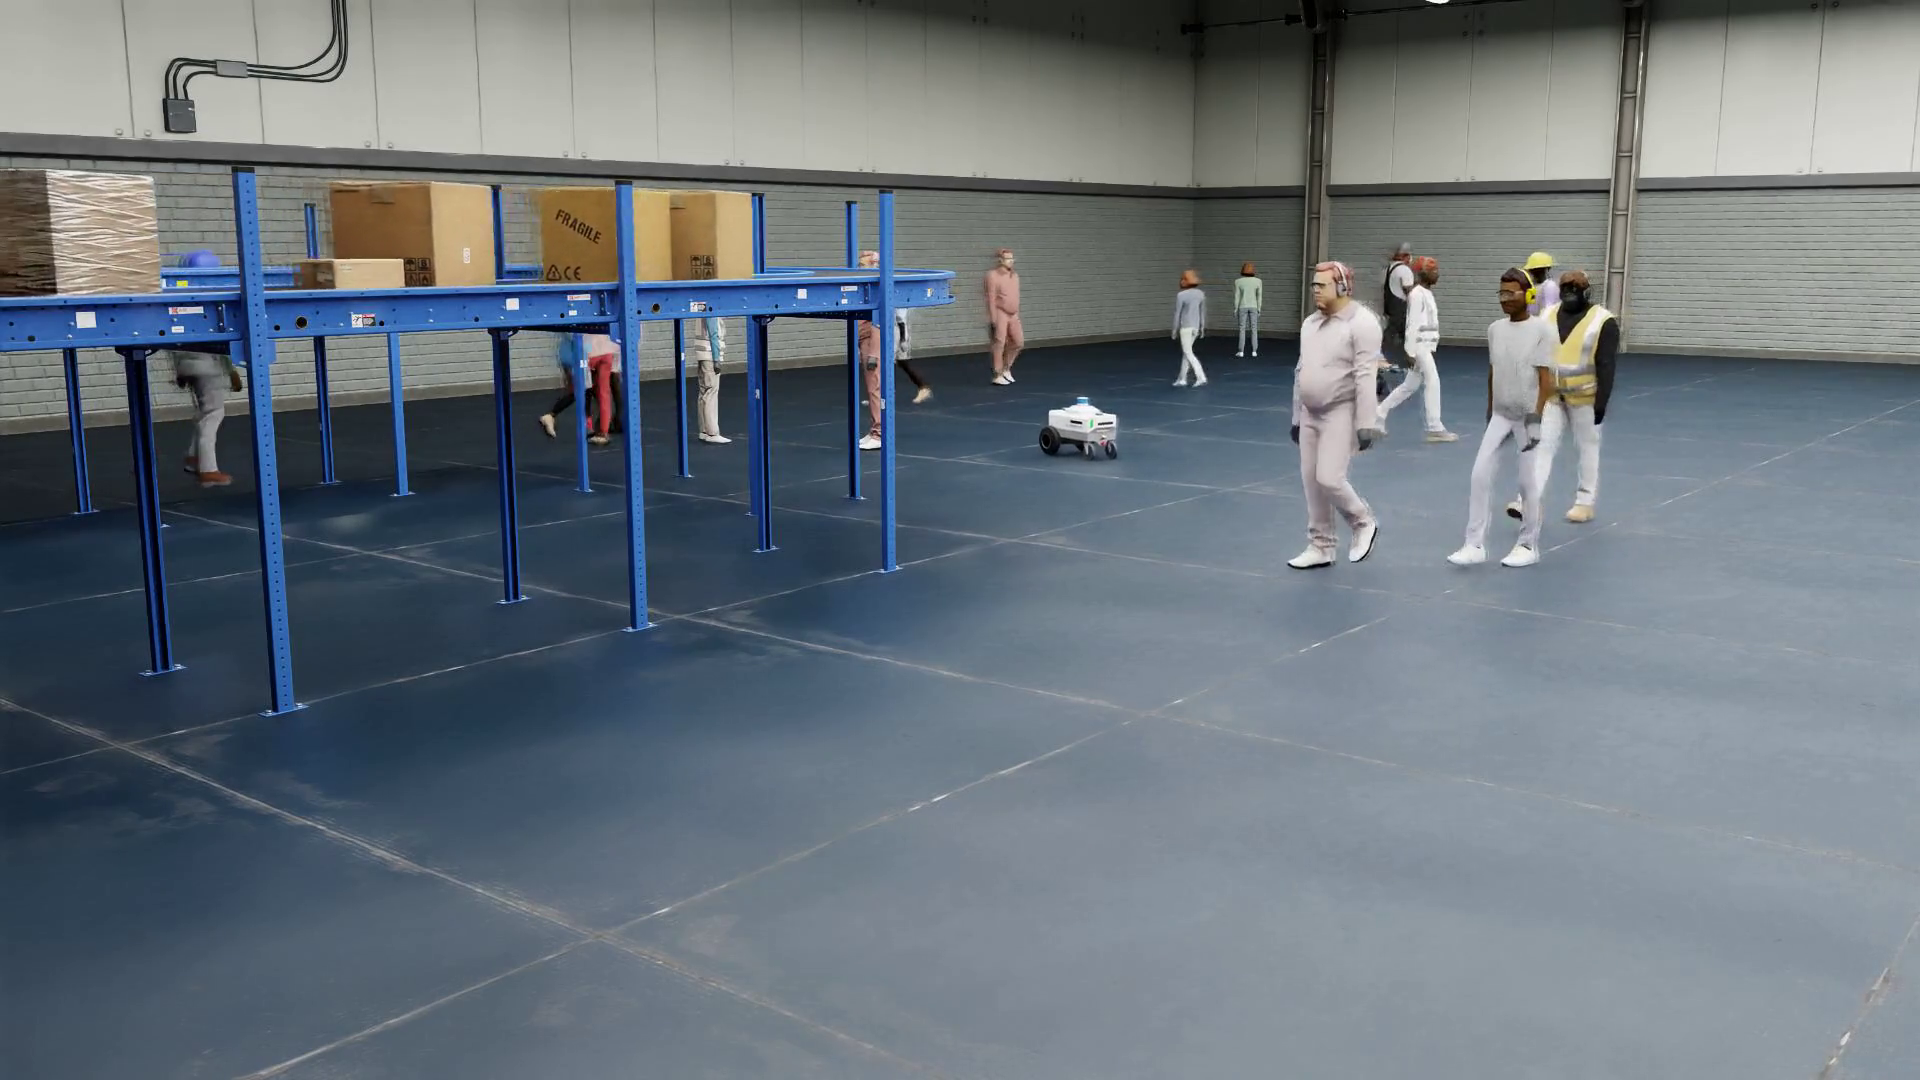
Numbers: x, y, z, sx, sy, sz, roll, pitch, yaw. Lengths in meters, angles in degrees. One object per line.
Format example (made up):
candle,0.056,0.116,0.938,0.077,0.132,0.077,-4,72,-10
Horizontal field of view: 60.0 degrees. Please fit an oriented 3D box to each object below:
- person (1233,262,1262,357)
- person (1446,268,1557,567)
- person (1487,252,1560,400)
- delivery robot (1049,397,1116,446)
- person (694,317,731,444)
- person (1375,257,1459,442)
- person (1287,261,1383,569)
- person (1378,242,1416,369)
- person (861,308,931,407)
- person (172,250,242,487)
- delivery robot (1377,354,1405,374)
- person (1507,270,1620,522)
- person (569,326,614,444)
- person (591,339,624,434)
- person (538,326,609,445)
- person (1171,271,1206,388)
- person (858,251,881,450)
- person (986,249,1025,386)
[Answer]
person,4.996,-4.004,28.912,0.497,1.633,0.284,-1,10,-3
person,3.350,-0.728,10.197,0.775,1.845,0.516,-8,13,-39
person,6.759,-2.415,19.457,1.026,1.861,0.607,0,10,2
delivery robot,1.154,-1.102,15.678,0.477,0.478,0.707,-7,12,-33
person,-2.495,-1.789,16.621,0.307,1.640,0.518,-4,11,-22
person,4.620,-1.946,16.917,0.892,1.856,0.584,5,11,24
person,2.278,-0.754,10.195,0.468,1.888,0.666,-5,11,-27
person,6.989,-3.700,26.218,1.038,2.000,0.701,-1,10,-6
person,-0.754,-2.468,20.339,0.890,1.656,0.525,-2,10,-11
person,-6.213,-1.410,13.723,0.624,1.933,0.442,8,13,38
delivery robot,5.459,-2.298,21.590,0.335,0.223,0.698,-6,12,-30
person,4.291,-1.000,11.800,0.925,1.797,0.653,-10,14,-43
person,-3.658,-1.829,16.530,0.398,1.753,0.536,9,14,42
person,-3.763,-2.065,17.373,0.561,1.921,0.560,0,10,0
person,-3.826,-1.765,16.383,0.601,1.672,0.547,-4,11,-22
person,3.170,-2.892,22.895,0.515,1.619,0.759,-8,13,-36
person,-0.868,-1.842,16.173,0.409,1.908,0.651,-1,10,-5
person,0.639,-3.108,23.219,0.432,1.892,0.678,9,13,40
